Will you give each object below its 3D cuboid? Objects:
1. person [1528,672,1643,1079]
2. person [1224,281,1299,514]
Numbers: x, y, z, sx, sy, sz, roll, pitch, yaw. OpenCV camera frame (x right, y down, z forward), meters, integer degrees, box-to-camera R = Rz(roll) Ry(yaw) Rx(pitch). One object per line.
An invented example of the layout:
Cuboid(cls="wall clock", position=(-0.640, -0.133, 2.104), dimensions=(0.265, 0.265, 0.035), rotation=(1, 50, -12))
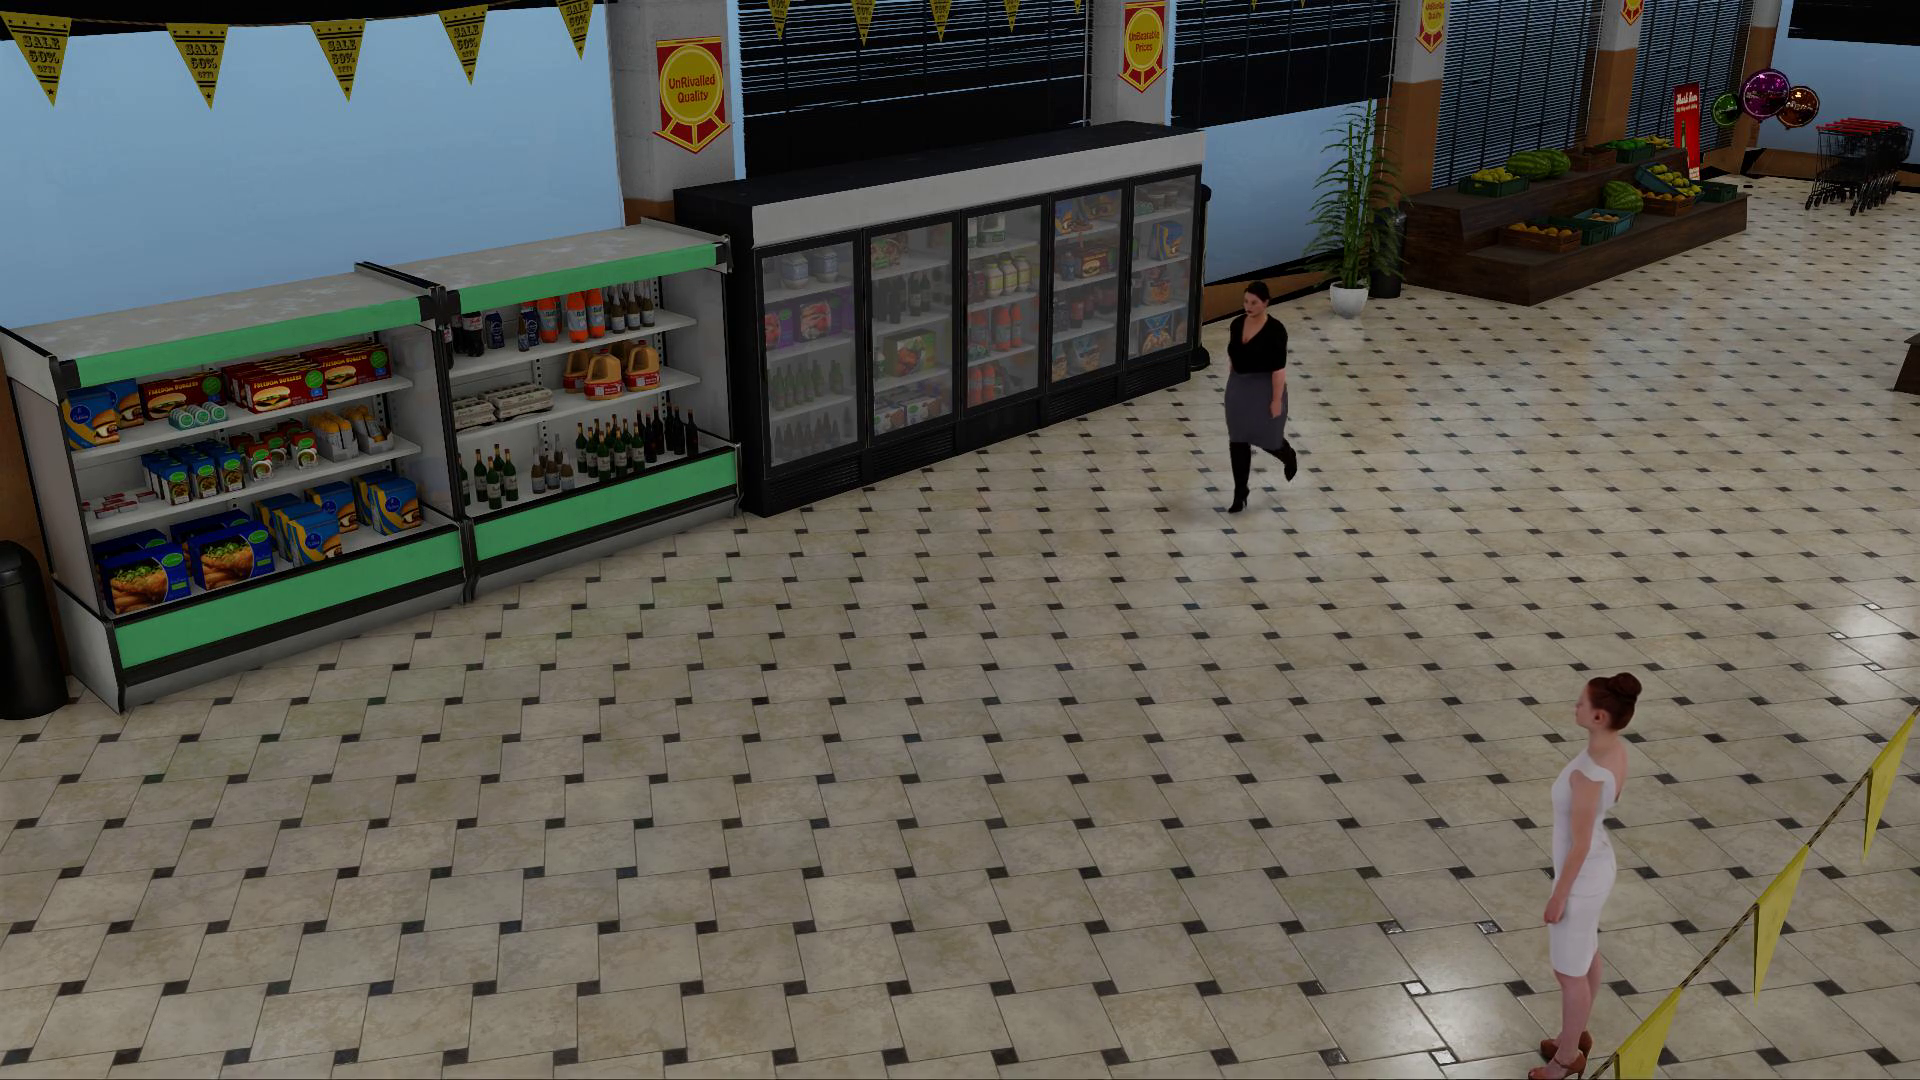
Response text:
Cuboid(cls="person", position=(2.339, 1.293, 6.251), dimensions=(0.662, 1.792, 0.490), rotation=(14, 26, 31))
Cuboid(cls="person", position=(2.221, -1.044, 12.148), dimensions=(0.924, 1.732, 0.667), rotation=(-20, 29, -40))
